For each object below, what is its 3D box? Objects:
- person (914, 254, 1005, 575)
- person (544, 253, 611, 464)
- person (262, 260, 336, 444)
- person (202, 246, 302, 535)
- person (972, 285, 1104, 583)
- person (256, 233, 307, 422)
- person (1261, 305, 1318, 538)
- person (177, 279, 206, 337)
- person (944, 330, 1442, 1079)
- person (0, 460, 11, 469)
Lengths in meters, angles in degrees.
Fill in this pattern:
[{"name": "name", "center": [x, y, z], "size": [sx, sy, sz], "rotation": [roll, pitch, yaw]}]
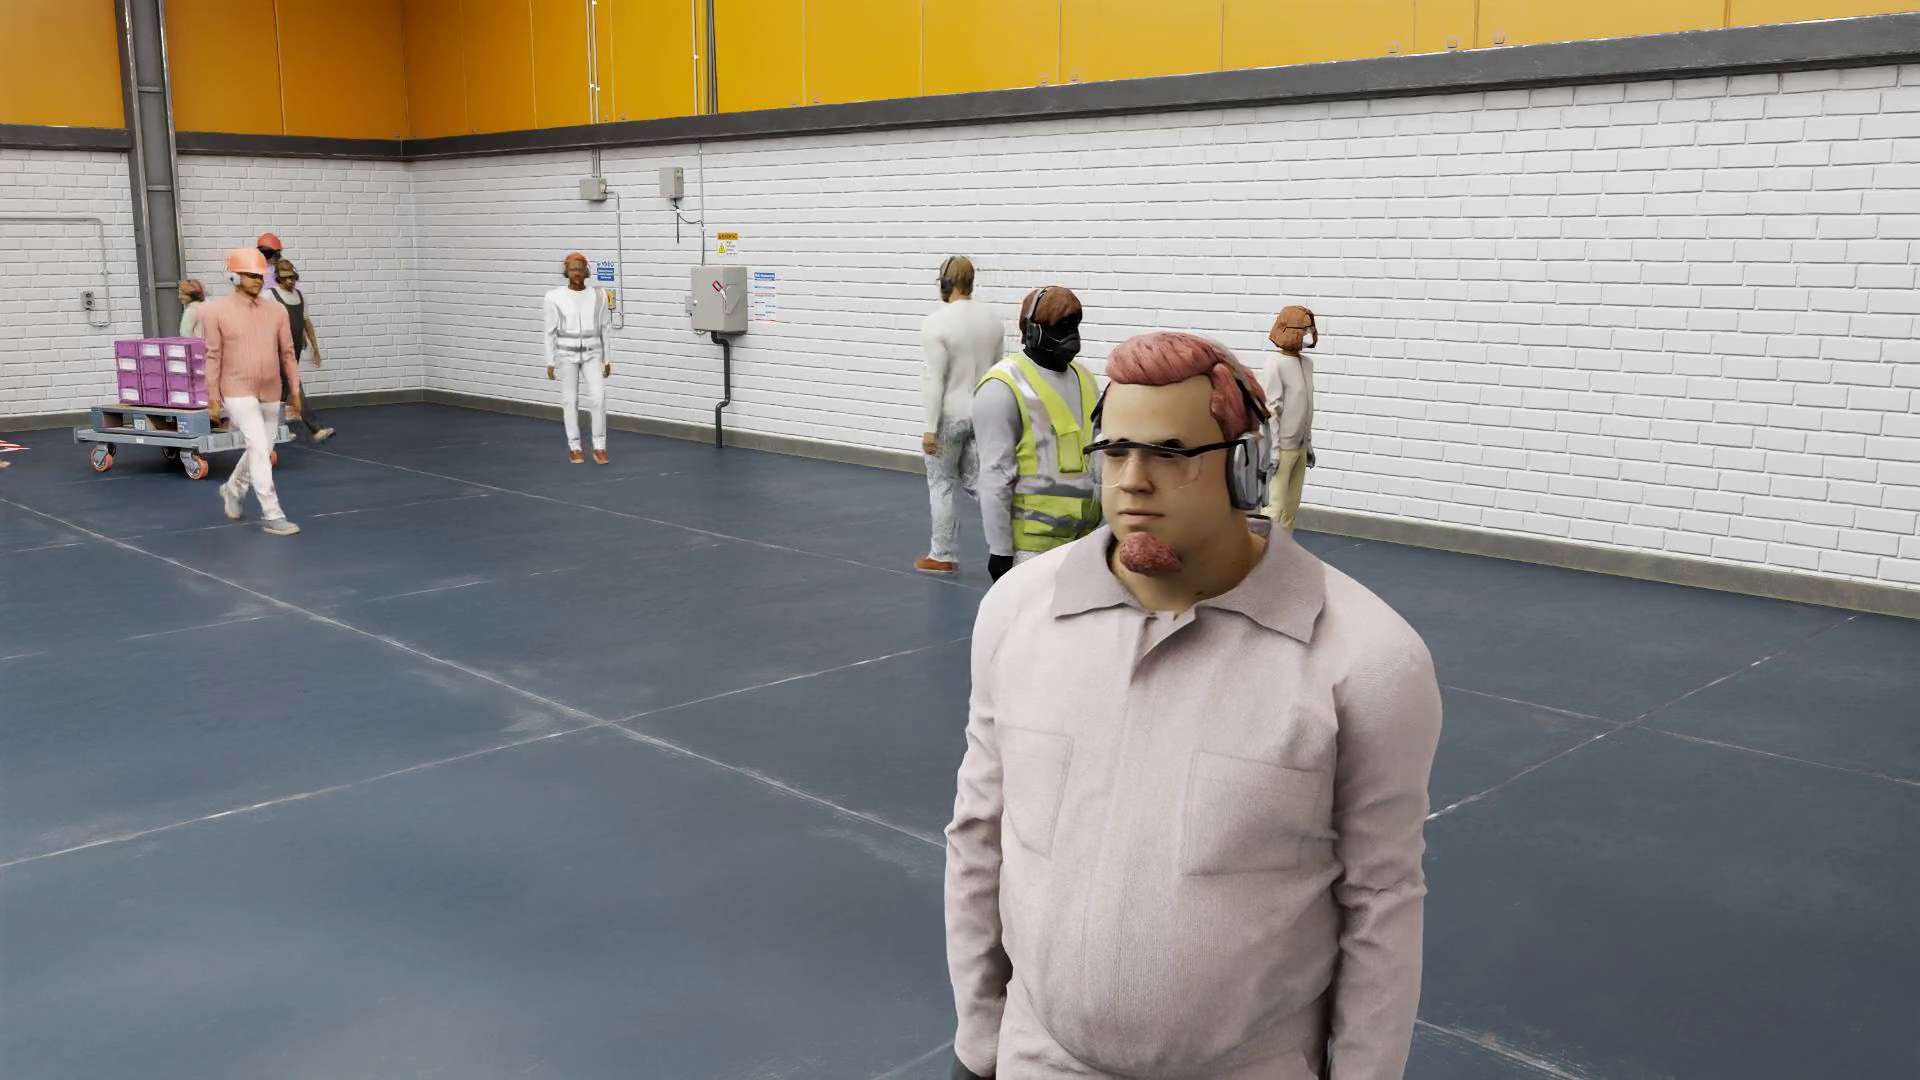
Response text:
[{"name": "person", "center": [0.056, -0.705, 9.737], "size": [0.767, 1.917, 0.636], "rotation": [10, 14, 43]}, {"name": "person", "center": [-3.350, -1.579, 14.657], "size": [0.593, 1.860, 0.706], "rotation": [-4, 11, -20]}, {"name": "person", "center": [-6.456, -1.822, 16.175], "size": [0.993, 1.774, 0.604], "rotation": [4, 11, 20]}, {"name": "person", "center": [-4.909, -1.041, 11.482], "size": [0.973, 1.958, 0.615], "rotation": [8, 13, 37]}, {"name": "person", "center": [0.322, -0.010, 6.144], "size": [0.429, 1.841, 0.634], "rotation": [9, 13, 39]}, {"name": "person", "center": [-7.396, -2.273, 17.969], "size": [0.682, 2.037, 0.485], "rotation": [1, 10, 5]}, {"name": "person", "center": [1.862, -0.504, 9.403], "size": [0.280, 1.633, 0.502], "rotation": [8, 13, 36]}, {"name": "person", "center": [-7.219, -1.666, 15.820], "size": [0.510, 1.624, 0.534], "rotation": [-2, 11, -10]}, {"name": "person", "center": [0.259, 0.687, 2.168], "size": [0.642, 1.909, 0.408], "rotation": [5, 11, 25]}, {"name": "person", "center": [-8.484, -1.403, 14.175], "size": [0.551, 1.680, 0.541], "rotation": [5, 12, 26]}]
